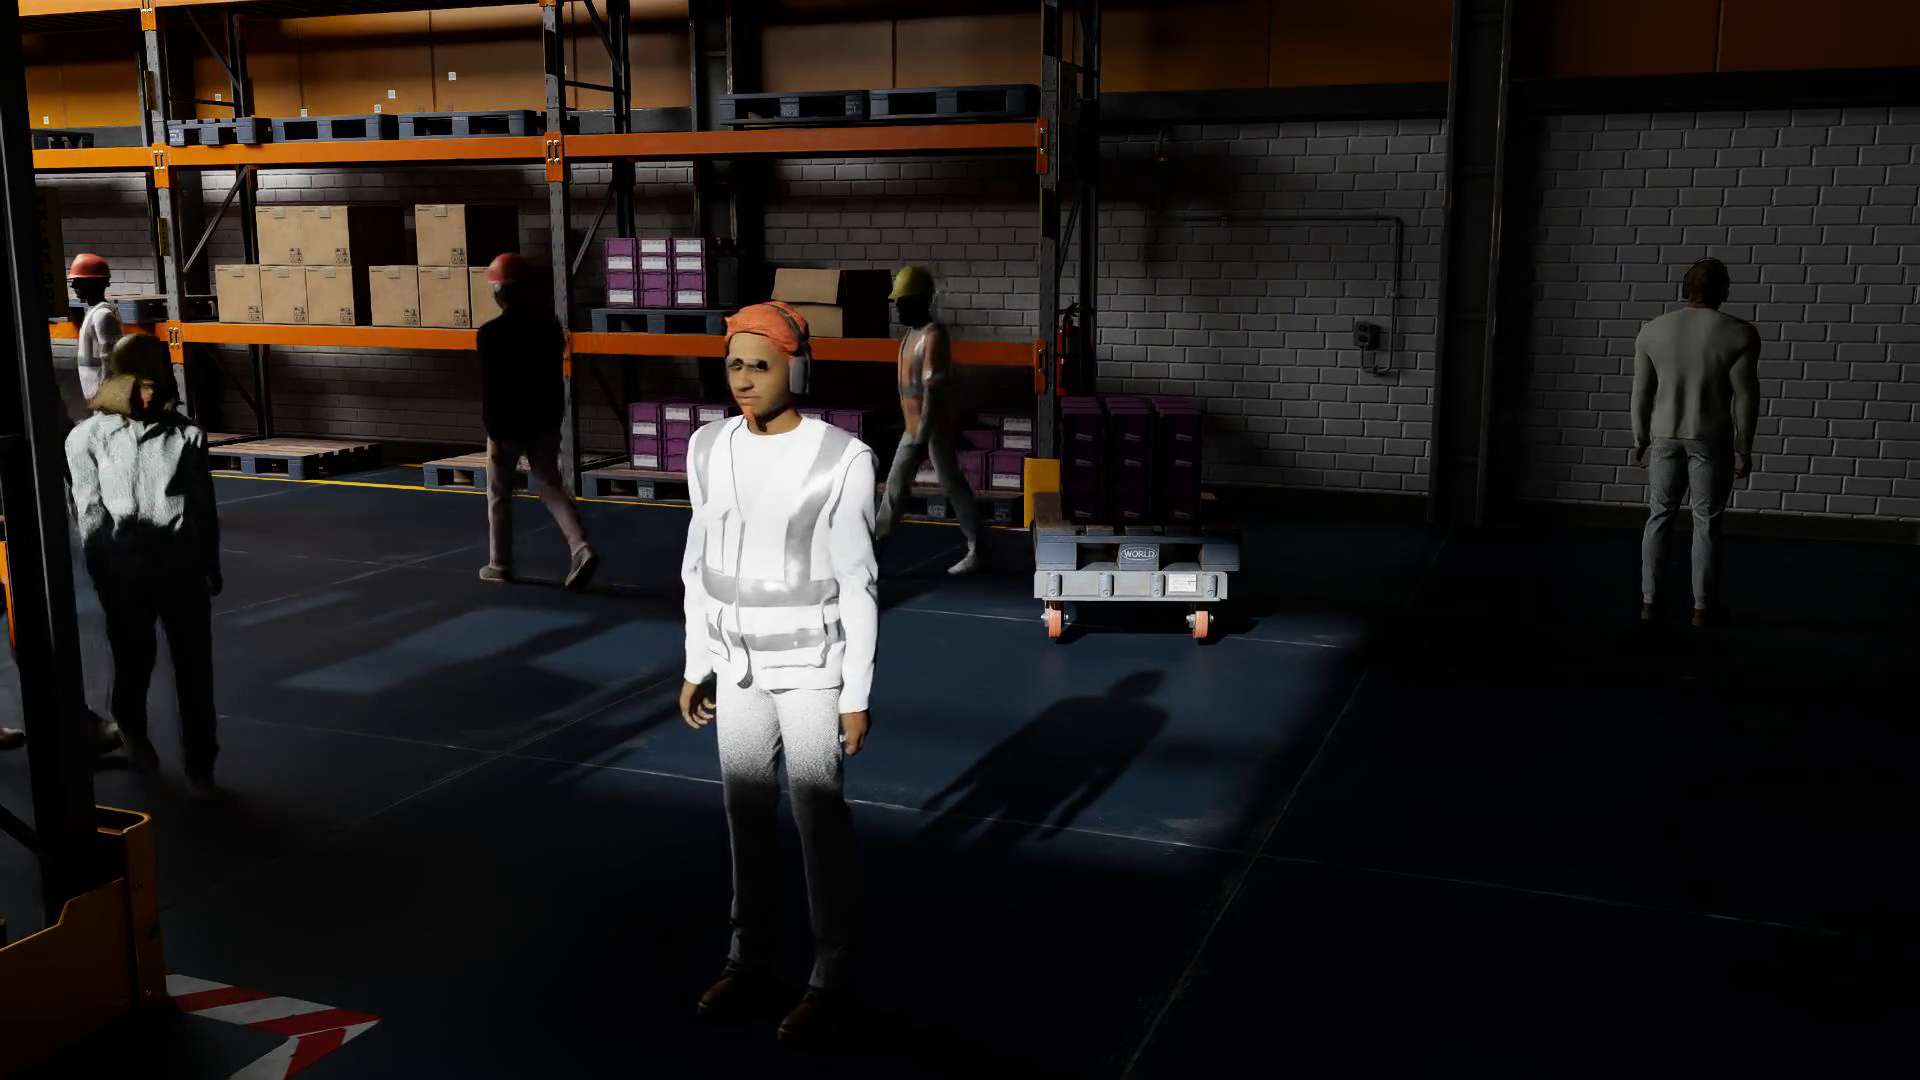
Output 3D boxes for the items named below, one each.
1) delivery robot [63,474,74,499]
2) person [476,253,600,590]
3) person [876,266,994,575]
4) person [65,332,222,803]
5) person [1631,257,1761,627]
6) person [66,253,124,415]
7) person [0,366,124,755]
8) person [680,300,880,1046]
[{"bbox_3d":[-6.530,-0.479,12.208,0.707,0.478,0.477,7,13,36],"label":"delivery robot"},{"bbox_3d":[-2.489,-0.675,9.644,0.942,1.966,0.616,9,13,40],"label":"person"},{"bbox_3d":[-0.242,-0.685,9.948,1.041,1.870,0.603,-4,11,-20],"label":"person"},{"bbox_3d":[-2.998,0.080,6.134,0.492,1.704,0.712,-7,12,-35],"label":"person"},{"bbox_3d":[3.877,-0.513,8.803,0.636,1.938,0.355,9,13,40],"label":"person"},{"bbox_3d":[-6.072,-1.044,11.764,0.361,1.938,0.545,-6,12,-32],"label":"person"},{"bbox_3d":[-3.634,-0.138,6.514,0.966,1.997,0.614,0,10,3],"label":"person"},{"bbox_3d":[-0.460,0.337,4.244,0.580,1.879,0.347,6,12,32],"label":"person"}]
